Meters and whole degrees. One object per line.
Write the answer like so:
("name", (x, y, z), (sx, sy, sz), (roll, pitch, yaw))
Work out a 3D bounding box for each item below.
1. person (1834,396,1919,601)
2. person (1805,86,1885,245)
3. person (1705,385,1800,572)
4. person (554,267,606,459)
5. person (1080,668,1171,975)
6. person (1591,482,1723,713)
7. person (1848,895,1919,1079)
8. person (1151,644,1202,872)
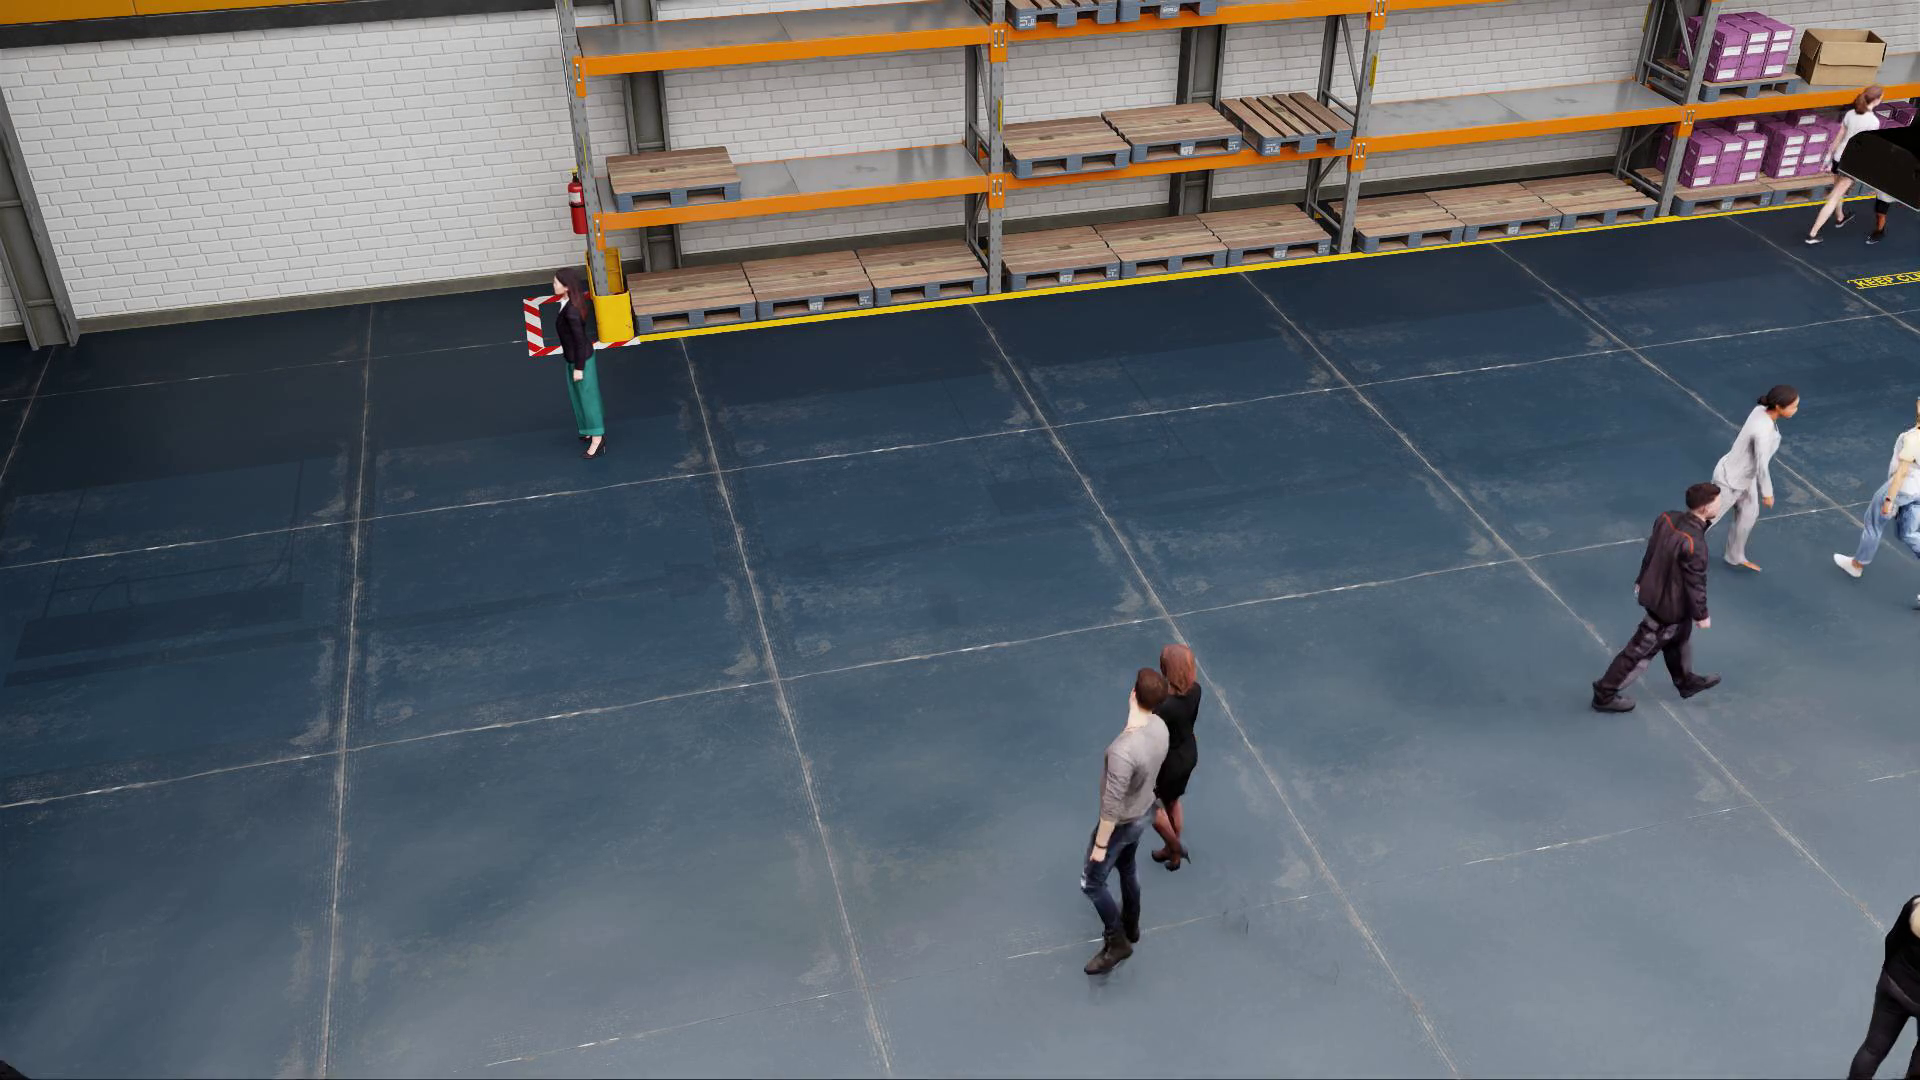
("person", (7.187, -0.305, 12.456), (1.093, 1.693, 0.880), (-19, 38, -26))
("person", (9.558, -4.026, 18.043), (1.171, 1.703, 0.785), (-18, 38, -25))
("person", (5.828, -0.477, 12.717), (1.050, 1.690, 0.982), (15, 37, 21))
("person", (-3.254, -1.530, 14.255), (0.536, 1.740, 0.640), (-6, 34, -9))
("person", (0.938, 1.597, 9.436), (0.963, 1.867, 0.874), (13, 36, 19))
("person", (4.695, 0.428, 11.244), (1.244, 1.812, 0.952), (2, 34, 2))
("person", (4.794, 2.364, 8.464), (0.925, 1.666, 0.752), (-16, 37, -22))
("person", (1.320, 1.372, 9.931), (0.797, 1.694, 0.736), (28, 42, 35))
